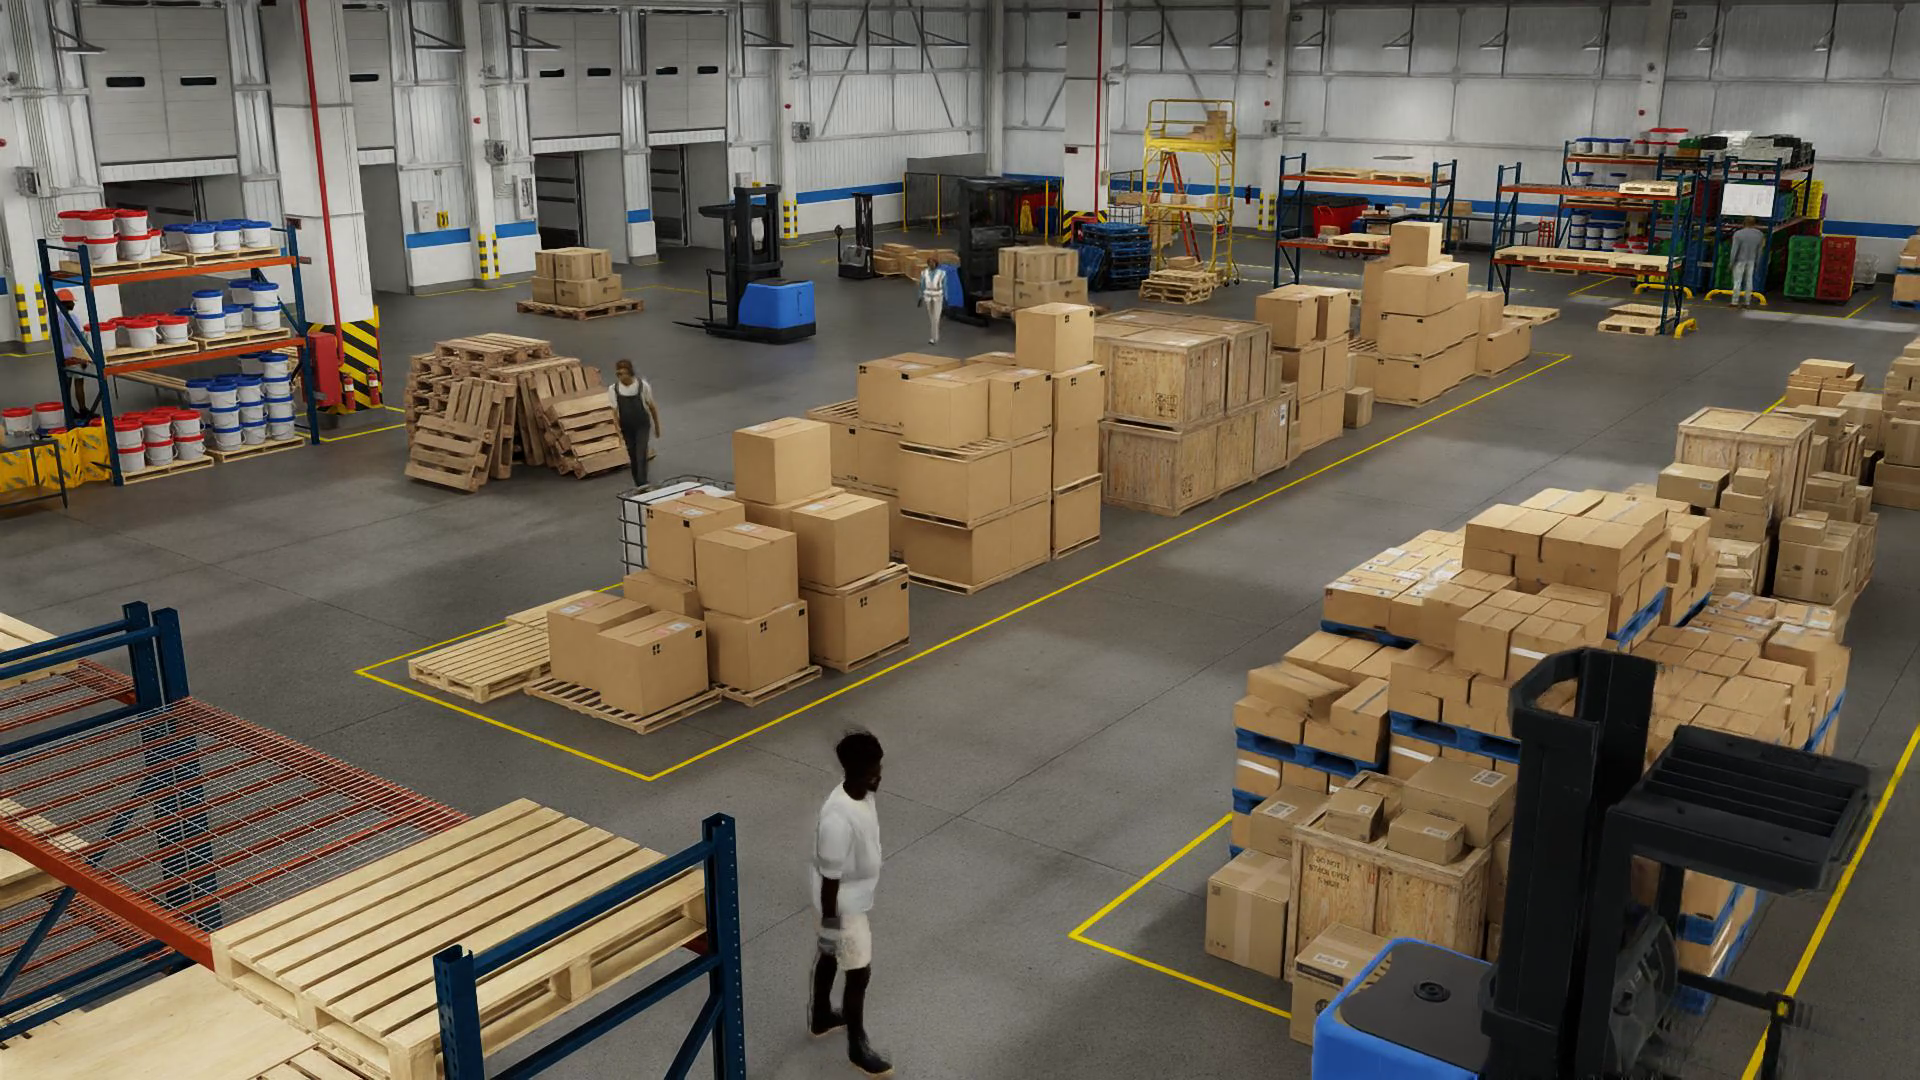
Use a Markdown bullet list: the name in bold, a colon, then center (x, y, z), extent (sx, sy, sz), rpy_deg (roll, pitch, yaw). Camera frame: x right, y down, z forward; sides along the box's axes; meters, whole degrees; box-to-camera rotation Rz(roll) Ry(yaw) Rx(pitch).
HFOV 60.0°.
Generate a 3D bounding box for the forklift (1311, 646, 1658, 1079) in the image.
- **forklift**: center (2.645, 1.921, 7.412), extent (1.873, 2.768, 1.129), rpy_deg (12, 21, 35)

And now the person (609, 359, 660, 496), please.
- **person**: center (-3.914, -1.333, 20.070), extent (0.522, 1.794, 0.810), rpy_deg (1, 17, 2)

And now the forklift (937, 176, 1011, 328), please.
- **forklift**: center (0.430, -5.728, 32.741), extent (1.129, 2.768, 1.873), rpy_deg (-10, 20, -30)

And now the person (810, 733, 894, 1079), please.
- **person**: center (-0.604, 1.935, 9.017), extent (0.575, 1.927, 0.670), rpy_deg (3, 17, 8)

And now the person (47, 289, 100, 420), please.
- **person**: center (-13.006, -2.705, 24.344), extent (0.546, 1.934, 0.376), rpy_deg (7, 18, 21)

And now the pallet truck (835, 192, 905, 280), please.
- **pallet truck**: center (-1.936, -7.159, 38.982), extent (1.885, 1.965, 0.823), rpy_deg (-12, 21, -34)

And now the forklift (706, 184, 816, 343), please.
- **forklift**: center (-3.717, -5.181, 30.929), extent (1.873, 2.768, 1.129), rpy_deg (12, 21, 35)

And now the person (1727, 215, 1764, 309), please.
- **person**: center (16.230, -5.746, 34.408), extent (0.634, 1.936, 0.351), rpy_deg (0, 17, -1)

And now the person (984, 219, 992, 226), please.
- **person**: center (0.613, -5.672, 34.291), extent (0.579, 1.870, 0.496), rpy_deg (1, 17, 4)

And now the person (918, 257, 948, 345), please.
- **person**: center (-0.508, -4.397, 30.523), extent (0.533, 1.583, 0.877), rpy_deg (5, 17, 15)
